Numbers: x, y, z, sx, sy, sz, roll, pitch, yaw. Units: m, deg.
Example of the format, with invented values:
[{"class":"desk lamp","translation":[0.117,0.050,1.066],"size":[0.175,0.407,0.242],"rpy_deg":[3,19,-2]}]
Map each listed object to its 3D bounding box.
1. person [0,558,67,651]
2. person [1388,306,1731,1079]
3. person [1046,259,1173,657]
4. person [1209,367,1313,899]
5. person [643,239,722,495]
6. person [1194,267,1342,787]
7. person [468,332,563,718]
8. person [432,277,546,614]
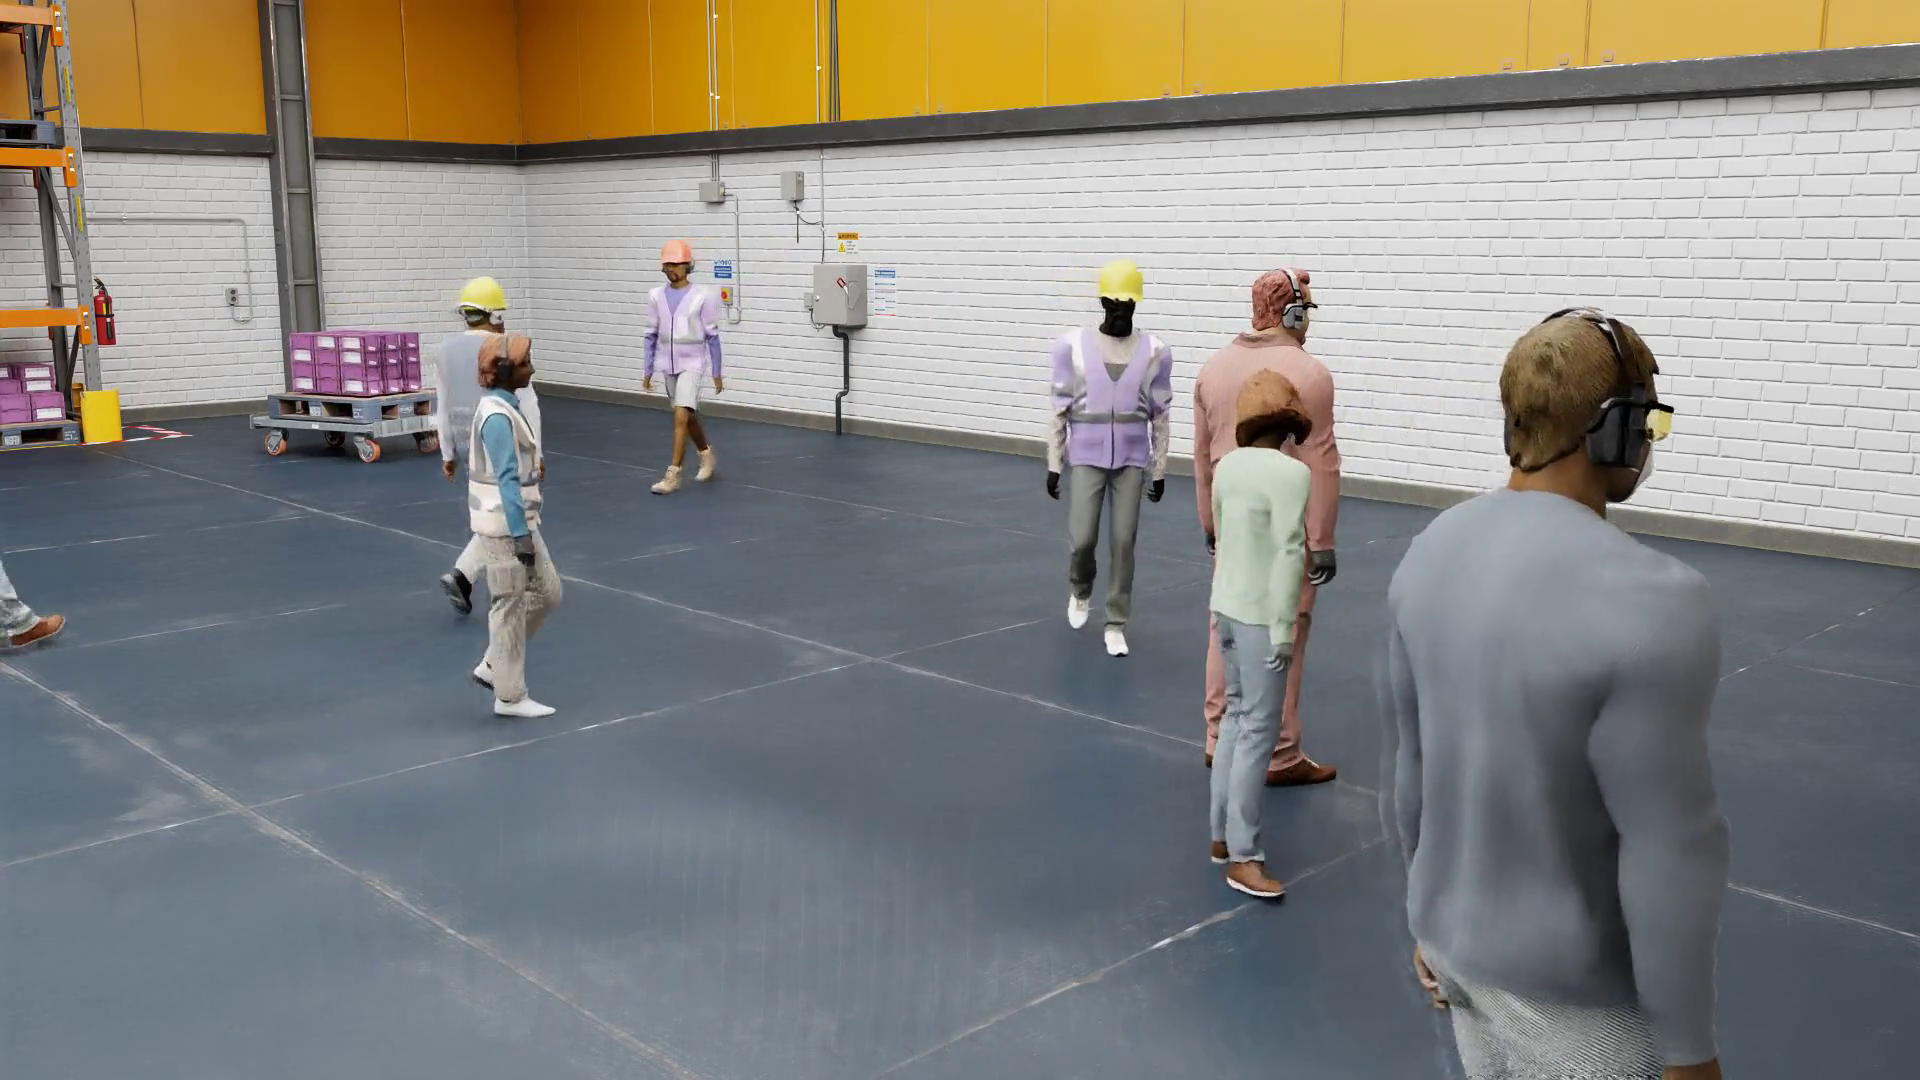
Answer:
[{"class":"person","translation":[-4.846,-0.331,7.790],"size":[0.656,1.883,1.042],"rpy_deg":[6,12,28]},{"class":"person","translation":[0.811,0.622,2.468],"size":[0.709,1.924,0.639],"rpy_deg":[-3,11,-15]},{"class":"person","translation":[0.719,-0.400,8.073],"size":[0.618,1.908,0.529],"rpy_deg":[-1,10,-3]},{"class":"person","translation":[0.959,0.275,5.217],"size":[0.363,1.605,0.656],"rpy_deg":[-3,11,-16]},{"class":"person","translation":[-2.202,-1.403,13.323],"size":[0.628,2.005,1.042],"rpy_deg":[4,11,22]},{"class":"person","translation":[1.162,-0.050,6.181],"size":[0.401,1.907,0.648],"rpy_deg":[-7,13,-35]},{"class":"person","translation":[-1.851,-0.046,6.918],"size":[0.372,1.624,0.528],"rpy_deg":[-1,10,-8]},{"class":"person","translation":[-2.562,-0.508,8.970],"size":[0.594,1.811,0.820],"rpy_deg":[5,12,25]}]
